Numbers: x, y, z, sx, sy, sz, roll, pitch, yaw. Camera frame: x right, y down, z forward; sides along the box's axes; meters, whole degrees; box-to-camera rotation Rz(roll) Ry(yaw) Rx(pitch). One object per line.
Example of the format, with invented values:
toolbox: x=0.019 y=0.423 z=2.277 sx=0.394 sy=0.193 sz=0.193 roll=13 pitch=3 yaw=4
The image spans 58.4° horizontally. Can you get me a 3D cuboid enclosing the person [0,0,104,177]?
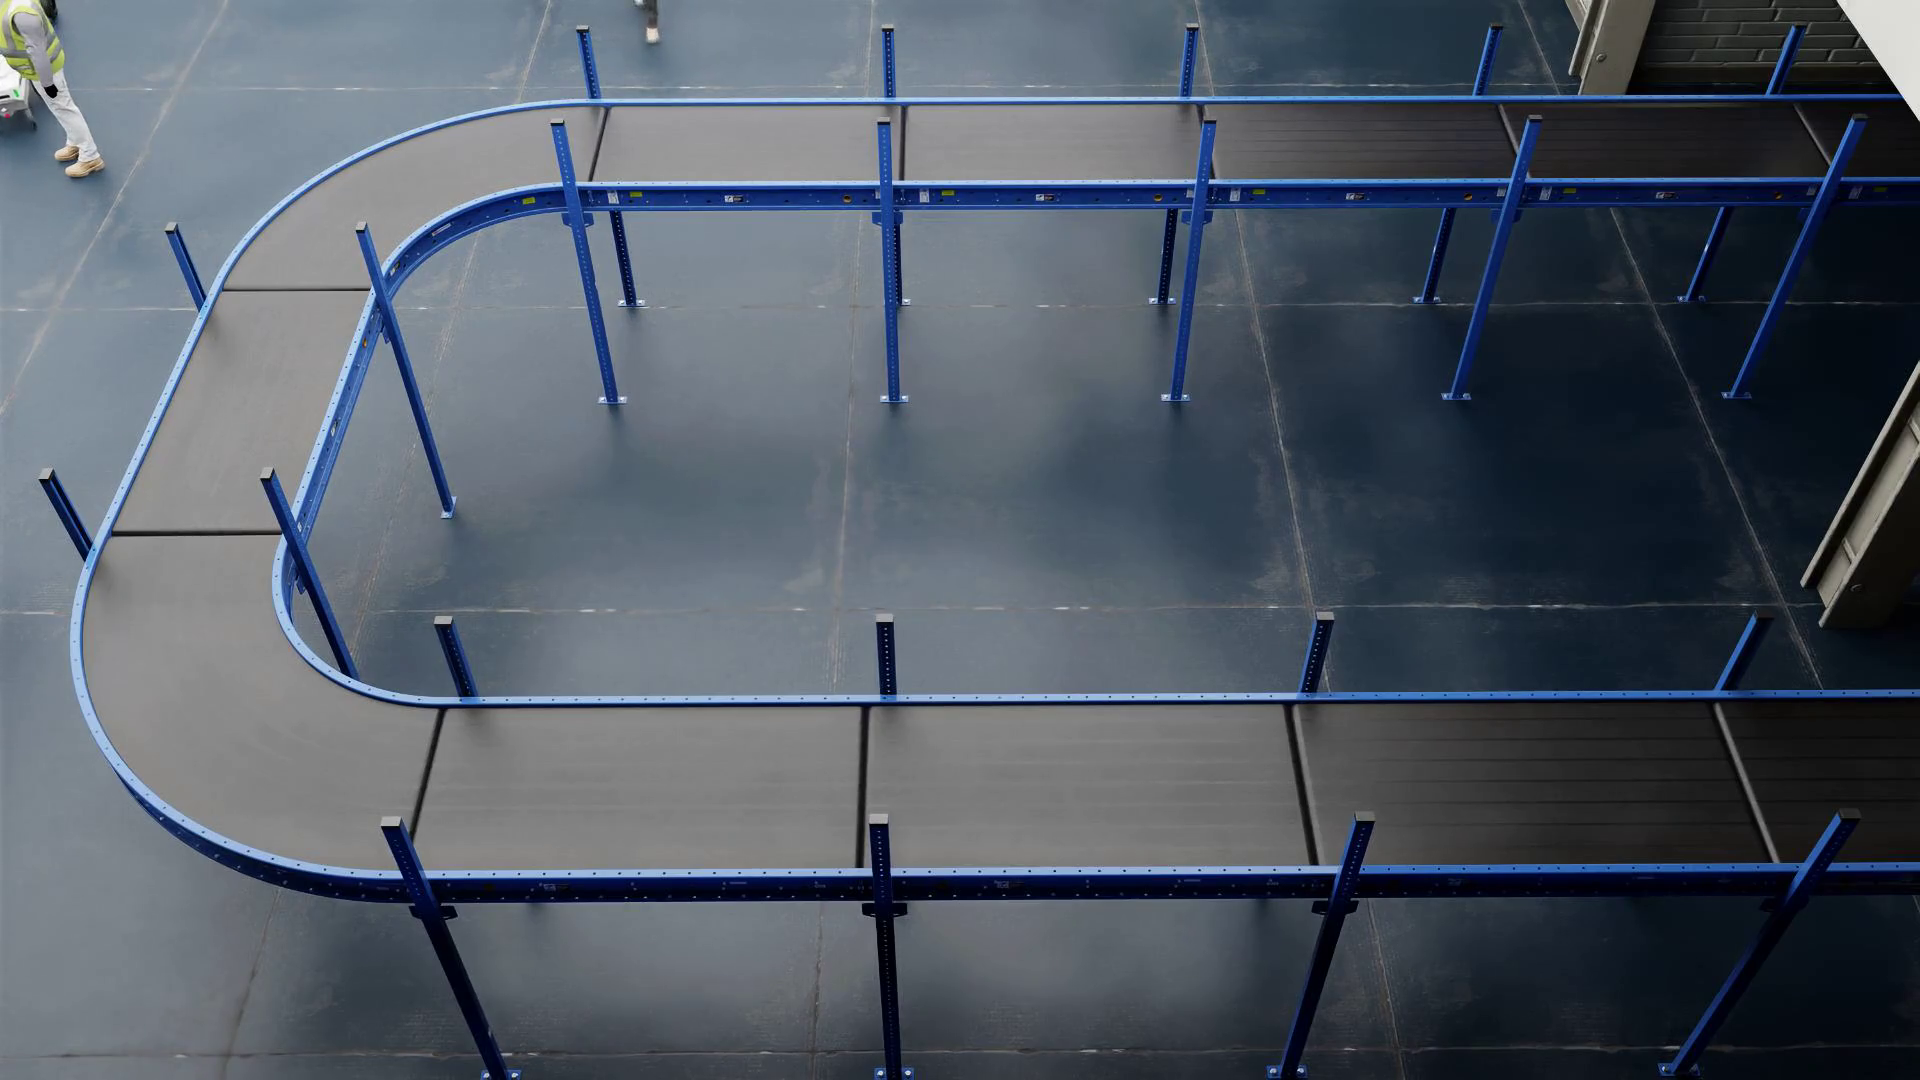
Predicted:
person: x=-7.256 y=-3.738 z=13.517 sx=0.429 sy=1.835 sz=0.619 roll=-25 pitch=52 yaw=-21

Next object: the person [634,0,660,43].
person: x=-2.897 y=-5.397 z=15.093 sx=0.527 sy=1.802 sz=0.988 roll=-8 pitch=48 yaw=-8

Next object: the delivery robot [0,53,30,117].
delivery robot: x=-8.074 y=-3.880 z=14.472 sx=0.477 sy=0.478 sz=0.707 roll=-13 pitch=48 yaw=-12
